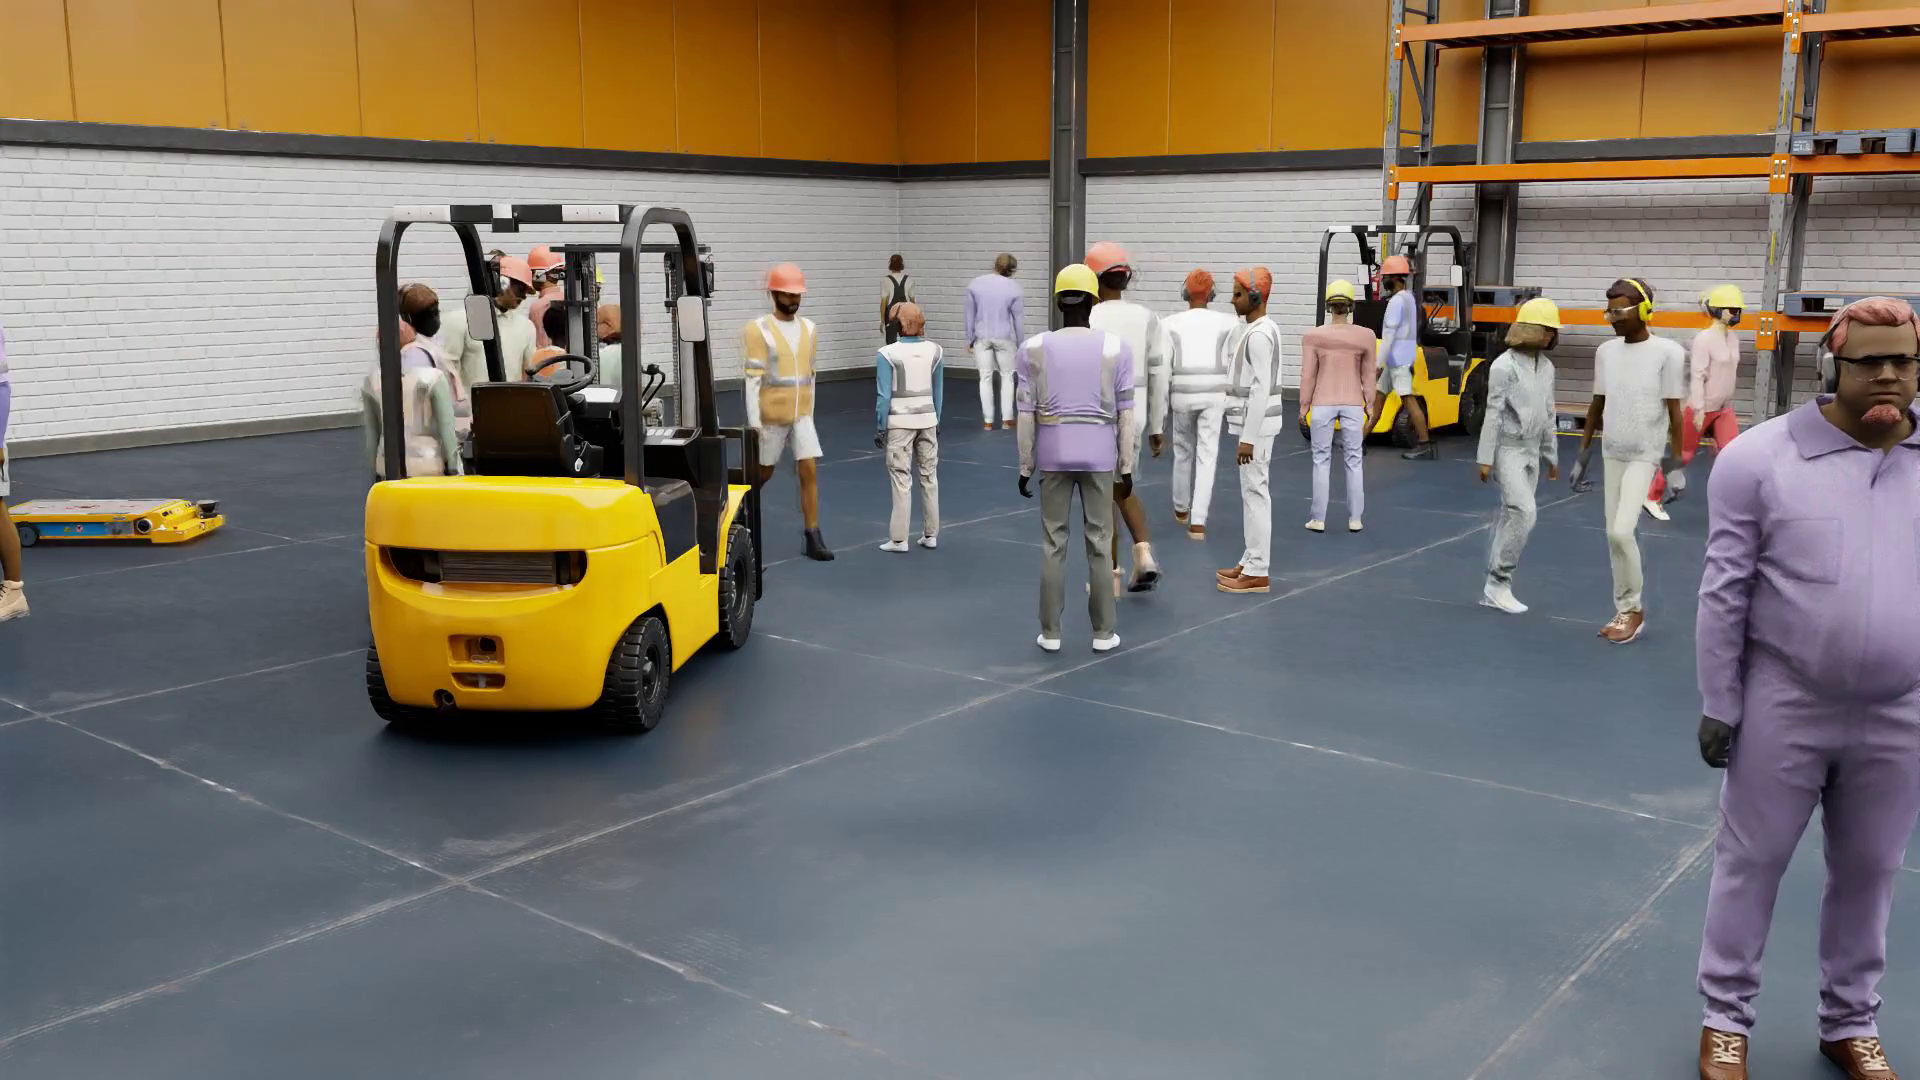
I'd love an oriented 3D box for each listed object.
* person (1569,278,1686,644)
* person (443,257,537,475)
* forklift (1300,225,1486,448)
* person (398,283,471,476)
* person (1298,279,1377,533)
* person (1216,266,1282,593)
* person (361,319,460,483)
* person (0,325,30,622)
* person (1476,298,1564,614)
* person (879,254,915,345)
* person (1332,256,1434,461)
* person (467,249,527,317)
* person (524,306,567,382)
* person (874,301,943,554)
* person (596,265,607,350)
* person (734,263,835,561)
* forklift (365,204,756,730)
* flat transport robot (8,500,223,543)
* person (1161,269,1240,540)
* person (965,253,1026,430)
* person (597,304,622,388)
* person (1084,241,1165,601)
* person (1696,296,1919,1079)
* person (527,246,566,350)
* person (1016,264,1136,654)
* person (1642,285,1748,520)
[{"bbox_3d":[3.357,-0.390,8.397,0.537,1.840,0.572,-6,12,-30],"label":"person"},{"bbox_3d":[-2.956,-0.769,10.267,0.789,1.928,0.432,-10,14,-43],"label":"person"},{"bbox_3d":[4.449,-2.115,16.993,1.214,2.155,2.313,8,13,38],"label":"forklift"},{"bbox_3d":[-2.845,-0.489,9.060,0.484,1.810,0.649,-3,11,-15],"label":"person"},{"bbox_3d":[2.628,-0.929,11.613,0.532,1.765,0.328,0,10,2],"label":"person"},{"bbox_3d":[1.687,-0.634,9.647,0.355,1.885,0.575,2,10,9],"label":"person"},{"bbox_3d":[-2.915,-0.347,8.769,0.542,1.616,0.483,2,11,13],"label":"person"},{"bbox_3d":[-5.290,-0.567,8.835,0.615,2.041,0.391,7,12,34],"label":"person"},{"bbox_3d":[3.064,-0.447,9.031,0.502,1.720,0.468,-7,13,-35],"label":"person"},{"bbox_3d":[-0.863,-3.036,23.066,0.516,1.842,0.328,-3,11,-16],"label":"person"},{"bbox_3d":[4.000,-1.684,15.464,0.978,1.882,0.567,5,11,24],"label":"person"},{"bbox_3d":[-4.755,-2.024,17.194,0.635,1.938,0.361,3,11,15],"label":"person"},{"bbox_3d":[-2.357,-0.624,10.198,0.857,1.649,0.554,-10,14,-44],"label":"person"},{"bbox_3d":[-0.325,-0.729,10.849,0.513,1.640,0.307,-7,13,-35],"label":"person"},{"bbox_3d":[-3.445,-1.644,15.428,0.403,1.824,0.599,4,11,21],"label":"person"},{"bbox_3d":[-1.182,-0.843,10.782,0.558,1.904,0.957,-8,13,-38],"label":"person"},{"bbox_3d":[-1.766,-0.406,7.525,1.214,2.155,2.313,1,10,7],"label":"forklift"},{"bbox_3d":[-5.885,-0.133,11.341,1.431,0.197,0.652,0,10,-2],"label":"flat transport robot"},{"bbox_3d":[1.647,-0.952,11.561,0.561,1.831,0.966,2,10,9],"label":"person"},{"bbox_3d":[0.378,-2.111,17.826,0.665,1.898,0.389,2,10,12],"label":"person"},{"bbox_3d":[-2.257,-0.714,10.811,0.353,1.620,0.521,3,11,15],"label":"person"},{"bbox_3d":[0.841,-0.655,9.379,0.621,2.025,0.484,-6,12,-30],"label":"person"},{"bbox_3d":[2.070,0.390,3.911,0.643,1.908,0.399,2,10,8],"label":"person"},{"bbox_3d":[-2.932,-1.109,11.969,0.396,1.992,0.623,2,10,11],"label":"person"},{"bbox_3d":[0.568,-0.390,8.202,0.585,1.917,0.382,1,10,6],"label":"person"},{"bbox_3d":[5.309,-0.955,11.849,0.541,1.728,0.895,-7,12,-32],"label":"person"}]
